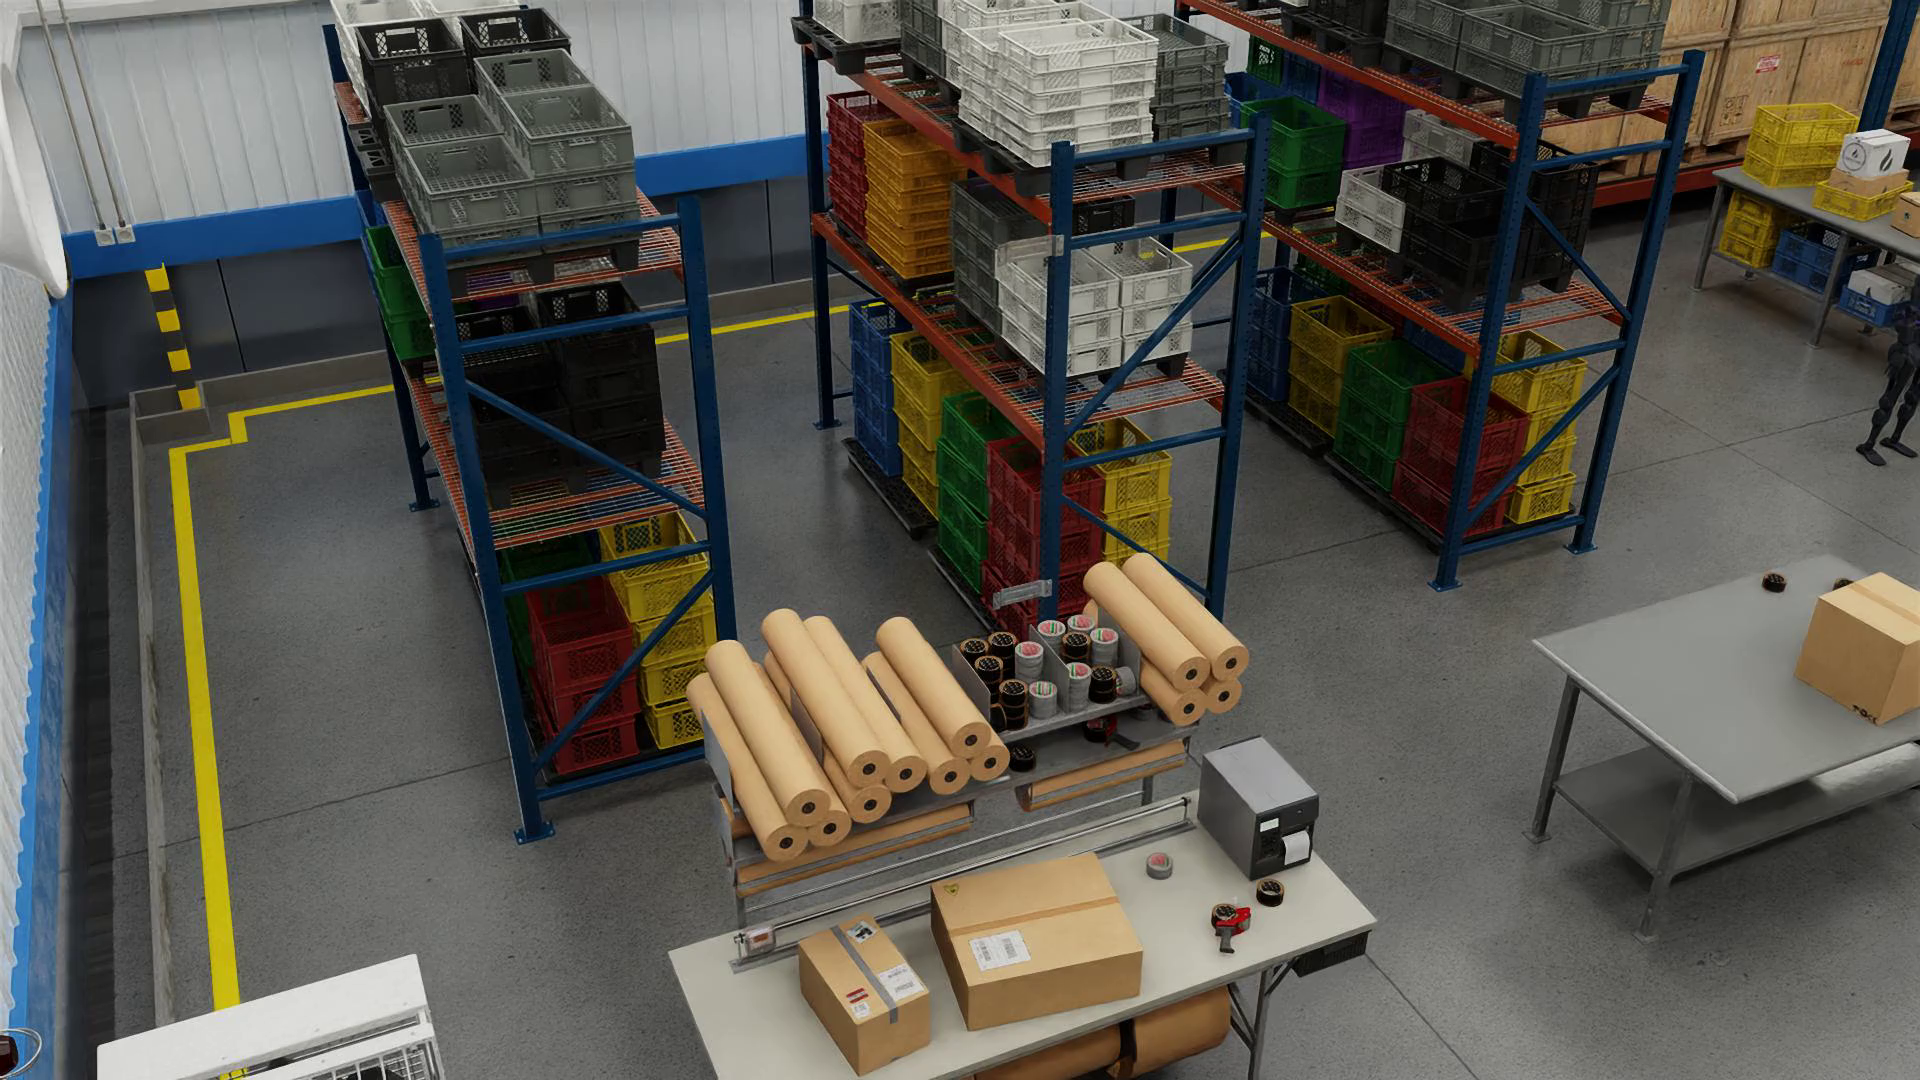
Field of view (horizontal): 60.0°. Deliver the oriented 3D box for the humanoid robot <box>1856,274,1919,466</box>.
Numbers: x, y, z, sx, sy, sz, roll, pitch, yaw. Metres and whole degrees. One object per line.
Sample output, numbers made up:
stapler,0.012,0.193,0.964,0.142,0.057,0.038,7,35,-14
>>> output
humanoid robot,6.223,-1.272,10.680,0.596,1.657,0.326,-12,34,-18
